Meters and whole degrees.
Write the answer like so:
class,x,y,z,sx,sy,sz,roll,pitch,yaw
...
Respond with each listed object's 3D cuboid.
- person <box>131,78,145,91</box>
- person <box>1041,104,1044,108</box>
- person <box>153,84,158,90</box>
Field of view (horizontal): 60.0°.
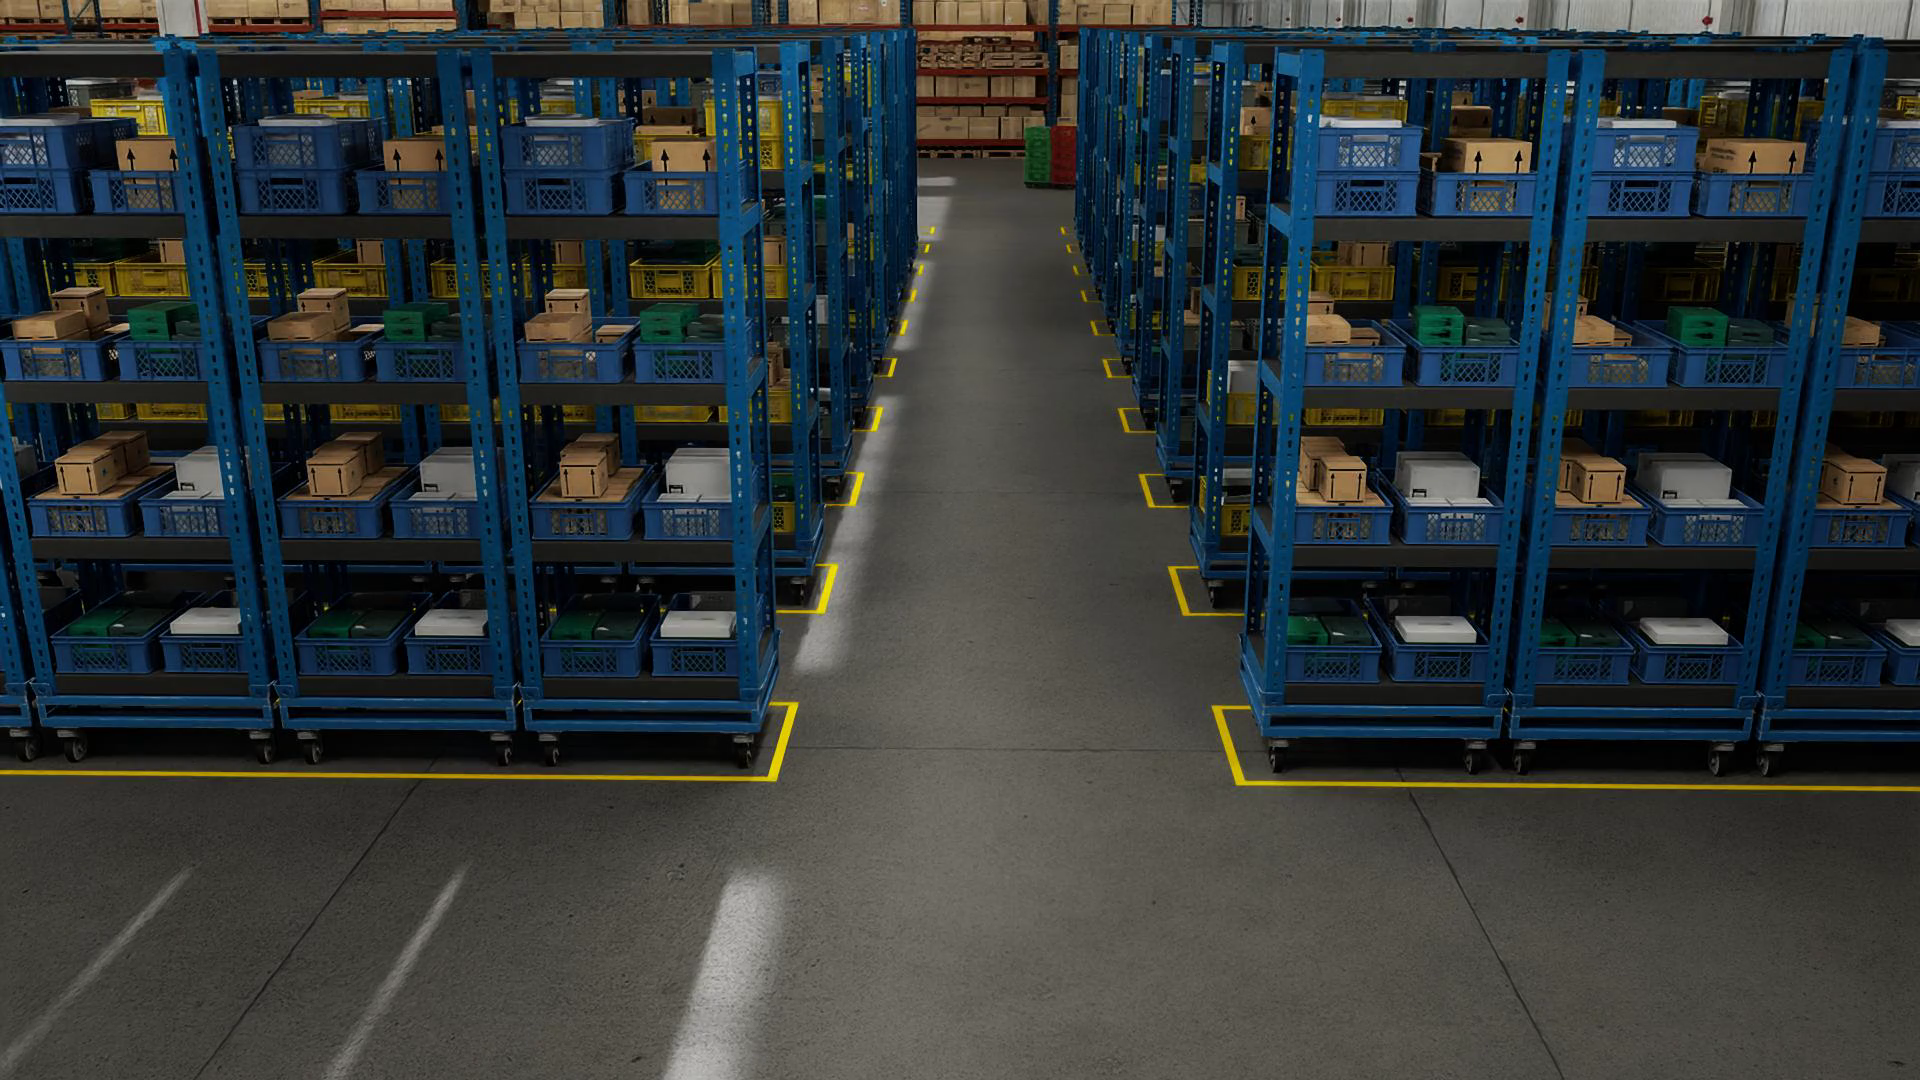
class,x,y,z,sx,sy,sz,roll,pitch,yaw
person,-26.714,-14.067,54.107,0.647,1.880,0.799,-2,18,-6
person,2.862,-14.572,55.684,0.786,1.913,0.549,0,17,-2
person,-26.409,-14.377,55.042,0.502,1.922,0.631,3,18,10
